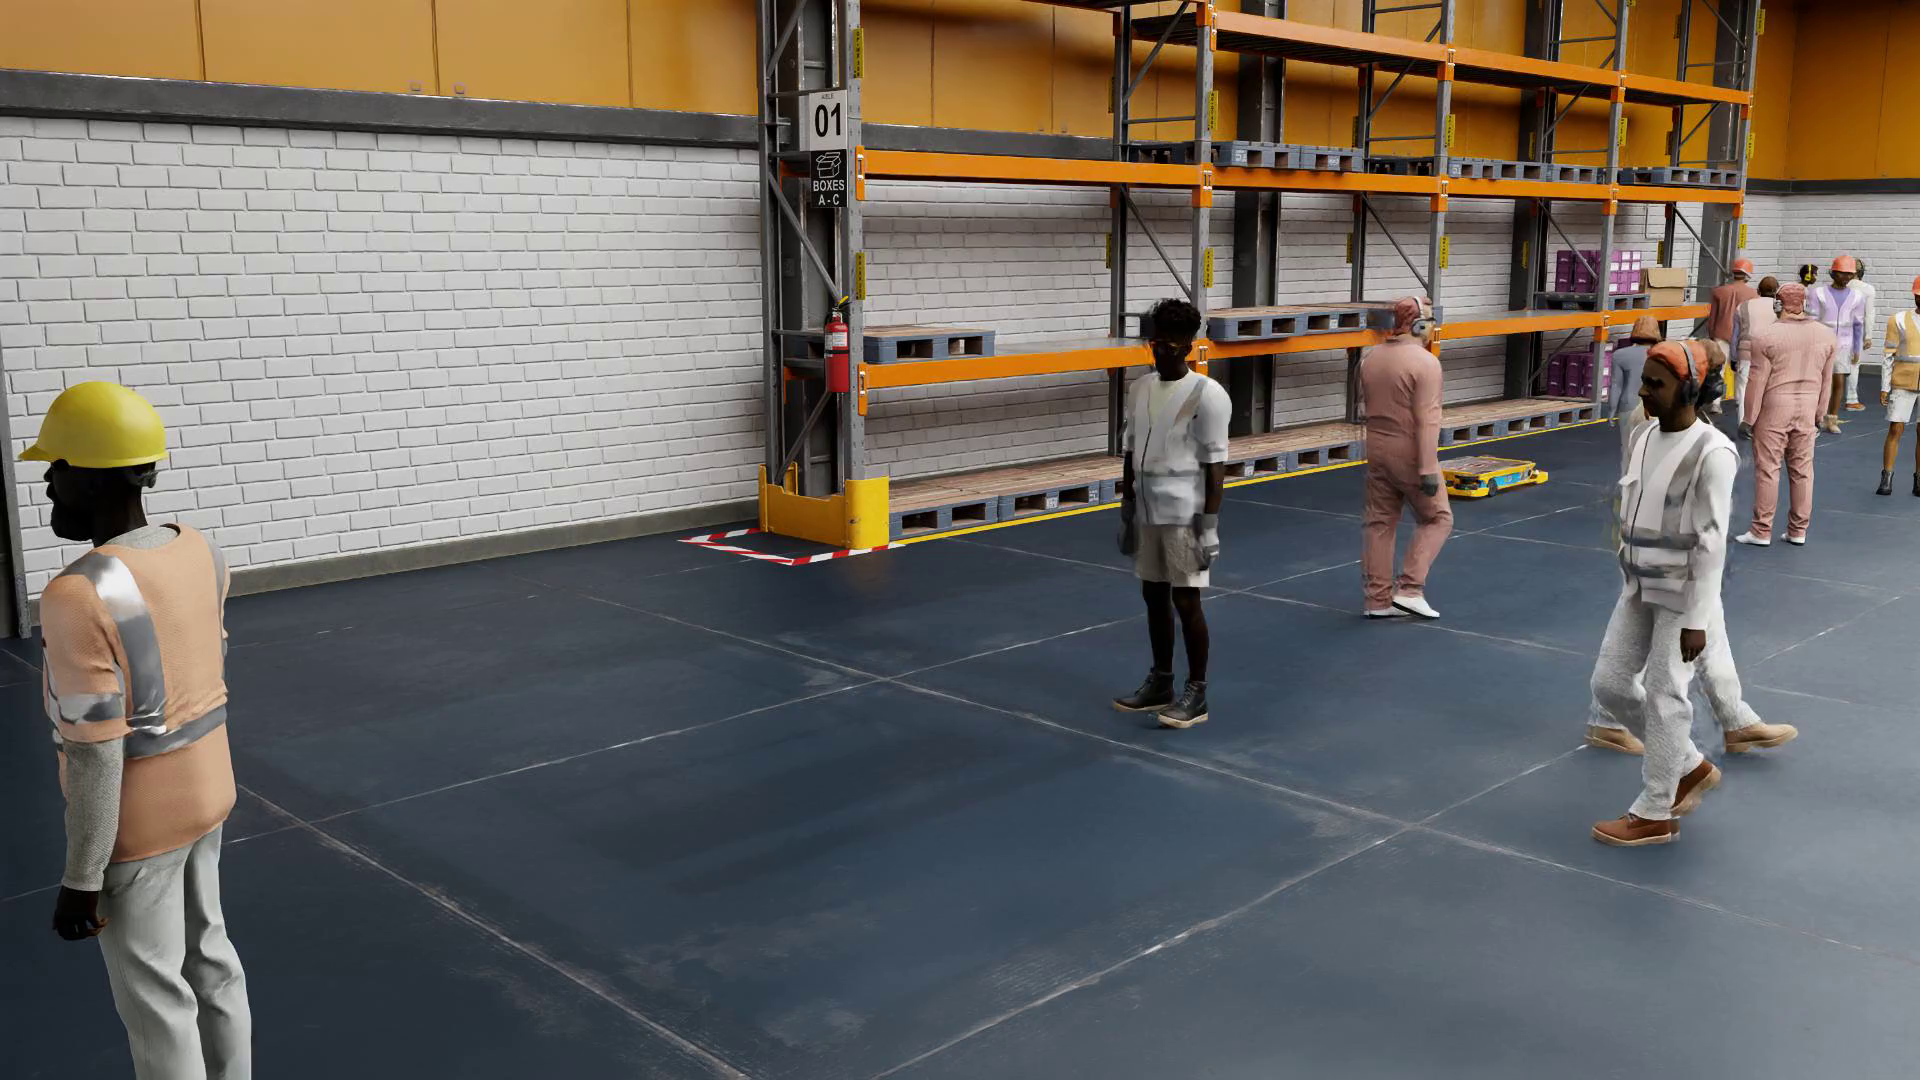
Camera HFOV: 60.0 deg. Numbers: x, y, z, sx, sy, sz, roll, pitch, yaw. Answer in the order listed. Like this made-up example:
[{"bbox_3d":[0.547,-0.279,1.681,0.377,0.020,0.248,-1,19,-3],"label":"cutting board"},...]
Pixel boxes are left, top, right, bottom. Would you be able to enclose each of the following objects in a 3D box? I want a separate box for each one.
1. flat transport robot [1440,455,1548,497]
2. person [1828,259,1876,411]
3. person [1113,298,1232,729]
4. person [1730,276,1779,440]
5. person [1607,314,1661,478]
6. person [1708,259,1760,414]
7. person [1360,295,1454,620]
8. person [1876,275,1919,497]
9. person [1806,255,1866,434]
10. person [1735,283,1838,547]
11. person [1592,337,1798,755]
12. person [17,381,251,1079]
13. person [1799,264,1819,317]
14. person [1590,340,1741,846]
[{"bbox_3d":[4.575,-0.576,14.715,0.652,0.197,1.431,10,14,44],"label":"flat transport robot"},{"bbox_3d":[11.411,-2.631,21.370,0.366,1.938,0.630,-6,12,-31],"label":"person"},{"bbox_3d":[0.970,-0.122,7.652,0.367,1.957,0.633,-6,12,-31],"label":"person"},{"bbox_3d":[8.811,-2.003,18.336,0.636,1.801,0.950,7,12,32],"label":"person"},{"bbox_3d":[5.605,-1.055,13.699,0.511,1.605,0.791,5,12,26],"label":"person"},{"bbox_3d":[9.779,-2.573,21.050,0.622,1.942,1.023,8,13,37],"label":"person"},{"bbox_3d":[2.627,-0.465,9.668,0.508,1.892,0.670,-5,11,-23],"label":"person"},{"bbox_3d":[8.214,-1.328,14.274,0.551,1.932,0.376,5,11,24],"label":"person"},{"bbox_3d":[9.924,-2.228,18.939,0.626,2.023,0.585,2,11,11],"label":"person"},{"bbox_3d":[5.933,-0.895,12.008,0.639,1.902,0.407,-1,10,-6],"label":"person"},{"bbox_3d":[3.157,0.054,7.080,0.751,1.818,0.657,7,13,34],"label":"person"},{"bbox_3d":[-1.826,0.611,3.715,0.363,1.930,0.588,0,10,1],"label":"person"},{"bbox_3d":[11.771,-2.950,23.423,0.580,1.828,0.507,1,10,5],"label":"person"},{"bbox_3d":[2.580,0.209,6.057,0.449,1.871,0.601,-2,11,-10],"label":"person"}]
